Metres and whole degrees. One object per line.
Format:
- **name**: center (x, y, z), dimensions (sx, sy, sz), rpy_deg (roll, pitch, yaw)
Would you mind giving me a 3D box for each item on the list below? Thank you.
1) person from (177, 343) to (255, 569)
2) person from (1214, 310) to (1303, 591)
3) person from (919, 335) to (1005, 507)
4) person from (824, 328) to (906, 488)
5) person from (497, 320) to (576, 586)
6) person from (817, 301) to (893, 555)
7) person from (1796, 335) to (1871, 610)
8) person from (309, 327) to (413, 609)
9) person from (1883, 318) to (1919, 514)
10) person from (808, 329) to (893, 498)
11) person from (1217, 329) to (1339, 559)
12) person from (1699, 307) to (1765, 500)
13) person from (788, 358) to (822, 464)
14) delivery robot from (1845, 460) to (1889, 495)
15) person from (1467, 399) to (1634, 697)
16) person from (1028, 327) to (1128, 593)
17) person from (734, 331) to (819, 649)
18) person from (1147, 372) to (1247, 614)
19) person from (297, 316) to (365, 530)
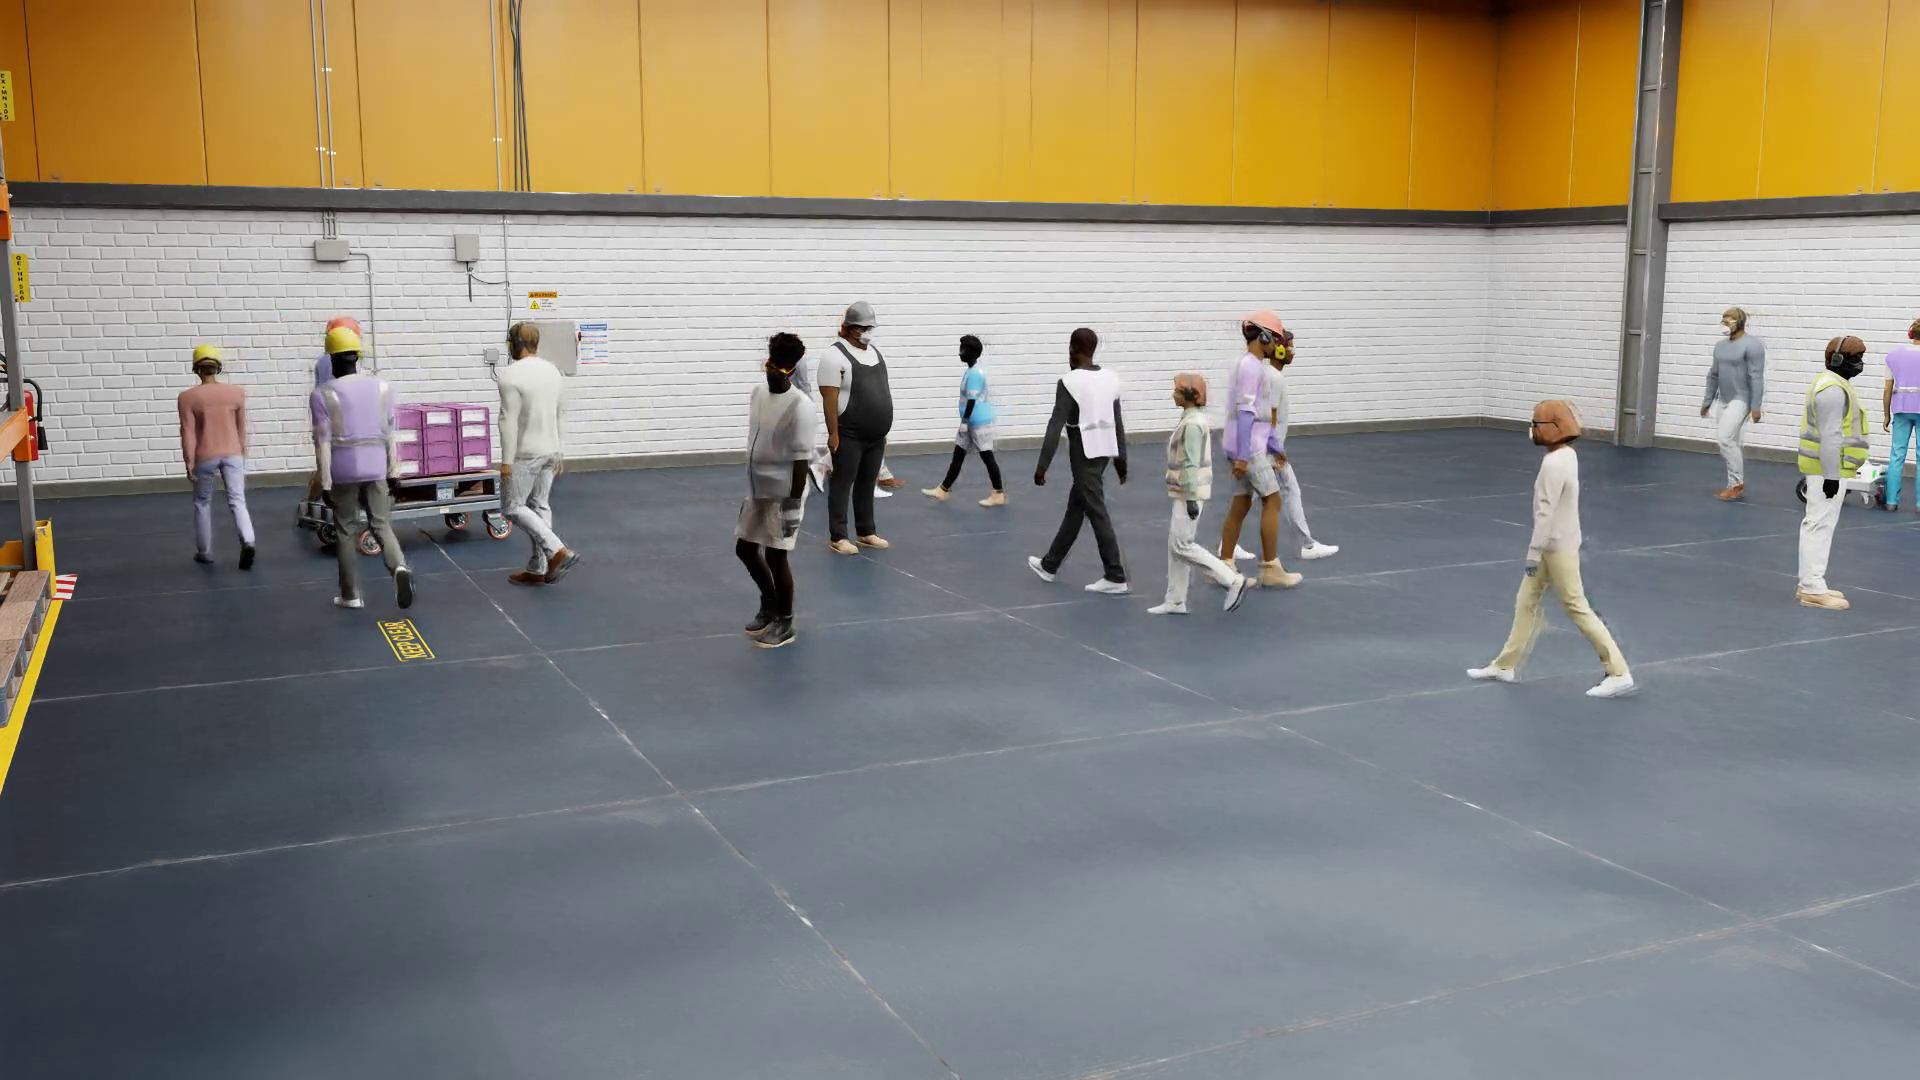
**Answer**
- **person**: center (-5.682, -0.640, 12.739), dimensions (0.506, 1.724, 0.851), rpy_deg (-7, 11, -37)
- **person**: center (2.168, -0.634, 11.883), dimensions (0.747, 1.990, 0.654), rpy_deg (0, 9, 1)
- **person**: center (0.041, -1.130, 15.957), dimensions (0.847, 1.649, 0.557), rpy_deg (-1, 9, -5)
- **person**: center (-1.071, -1.498, 17.555), dimensions (0.994, 1.905, 0.640), rpy_deg (2, 9, 14)
- **person**: center (-3.018, -0.597, 11.856), dimensions (0.511, 1.922, 0.639), rpy_deg (4, 10, 21)
- **person**: center (-0.793, -0.911, 13.437), dimensions (0.536, 2.000, 0.688), rpy_deg (7, 12, 38)
- **person**: center (5.916, -0.463, 11.282), dimensions (0.430, 1.840, 0.625), rpy_deg (4, 10, 25)
- **person**: center (-3.964, -0.452, 11.006), dimensions (0.600, 1.907, 0.749), rpy_deg (-8, 12, -42)
- **person**: center (8.958, -1.164, 15.607), dimensions (0.565, 1.846, 0.390), rpy_deg (8, 12, 41)
- **person**: center (-1.107, -1.353, 16.686), dimensions (0.785, 1.877, 0.650), rpy_deg (0, 9, -2)
- **person**: center (2.484, -0.740, 13.067), dimensions (0.968, 1.818, 0.545), rpy_deg (-1, 9, -6)
- **person**: center (7.624, -1.336, 16.465), dimensions (0.569, 1.920, 0.648), rpy_deg (-1, 9, -8)
- **person**: center (-1.682, -1.368, 17.582), dimensions (0.446, 1.615, 0.540), rpy_deg (-5, 10, -27)
- **delivery robot**: center (8.596, -0.648, 16.110), dimensions (0.477, 0.478, 0.707), rpy_deg (-7, 11, -35)
- **person**: center (3.238, 0.038, 8.948), dimensions (0.866, 1.590, 0.518), rpy_deg (4, 10, 25)
- **person**: center (0.828, -0.573, 11.885), dimensions (0.985, 1.854, 0.731), rpy_deg (8, 12, 41)
- **person**: center (-1.097, -0.290, 9.979), dimensions (0.379, 1.917, 0.703), rpy_deg (-8, 12, -40)
- **person**: center (1.554, -0.288, 10.870), dimensions (0.568, 1.625, 0.519), rpy_deg (1, 9, 9)
- **person**: center (-5.482, -1.034, 14.739), dimensions (0.538, 1.879, 1.038), rpy_deg (8, 12, 42)
